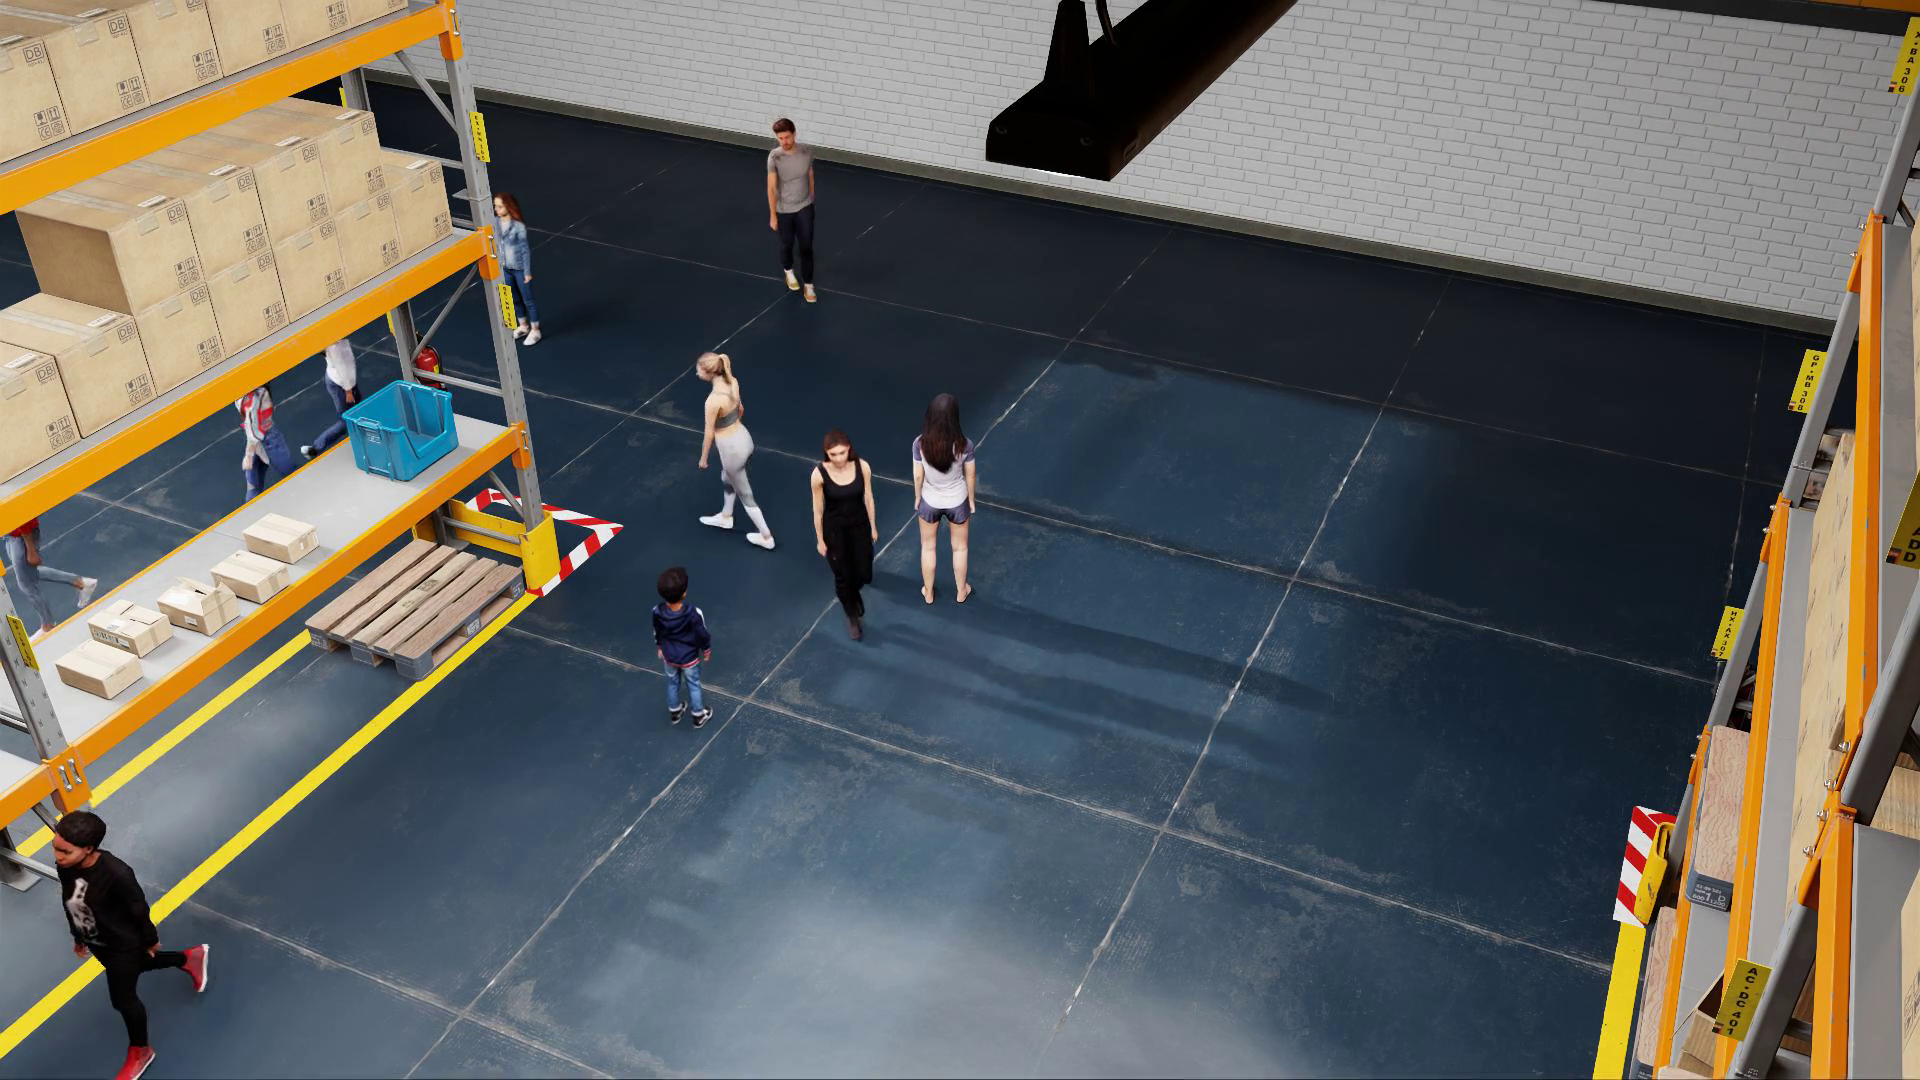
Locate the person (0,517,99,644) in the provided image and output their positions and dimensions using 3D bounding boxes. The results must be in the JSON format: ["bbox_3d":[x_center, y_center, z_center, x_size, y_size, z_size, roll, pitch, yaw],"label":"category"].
[{"bbox_3d":[-6.459,-0.042,11.562,0.785,1.694,0.943,28,43,35],"label":"person"}]

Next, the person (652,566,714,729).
[{"bbox_3d":[-1.830,0.705,10.866,0.559,1.221,0.538,9,35,13],"label":"person"}]

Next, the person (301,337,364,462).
[{"bbox_3d":[-5.101,-1.256,13.525,1.027,1.543,0.895,-19,38,-26],"label":"person"}]

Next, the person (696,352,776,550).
[{"bbox_3d":[-1.631,-0.630,12.475,0.685,1.663,0.855,15,36,21],"label":"person"}]

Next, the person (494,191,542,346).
[{"bbox_3d":[-4.146,-2.558,15.545,0.570,1.476,0.517,17,37,24],"label":"person"}]

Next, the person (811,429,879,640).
[{"bbox_3d":[-0.823,-0.091,11.655,0.773,1.674,0.832,-10,35,-15],"label":"person"}]

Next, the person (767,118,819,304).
[{"bbox_3d":[-1.641,-3.277,16.297,1.020,1.841,1.101,-13,36,-19],"label":"person"}]

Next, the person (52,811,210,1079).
[{"bbox_3d":[-4.289,1.983,8.558,0.621,1.647,1.040,12,36,18],"label":"person"}]

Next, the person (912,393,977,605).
[{"bbox_3d":[-0.121,-0.292,11.927,0.670,1.706,0.660,0,34,0],"label":"person"}]
